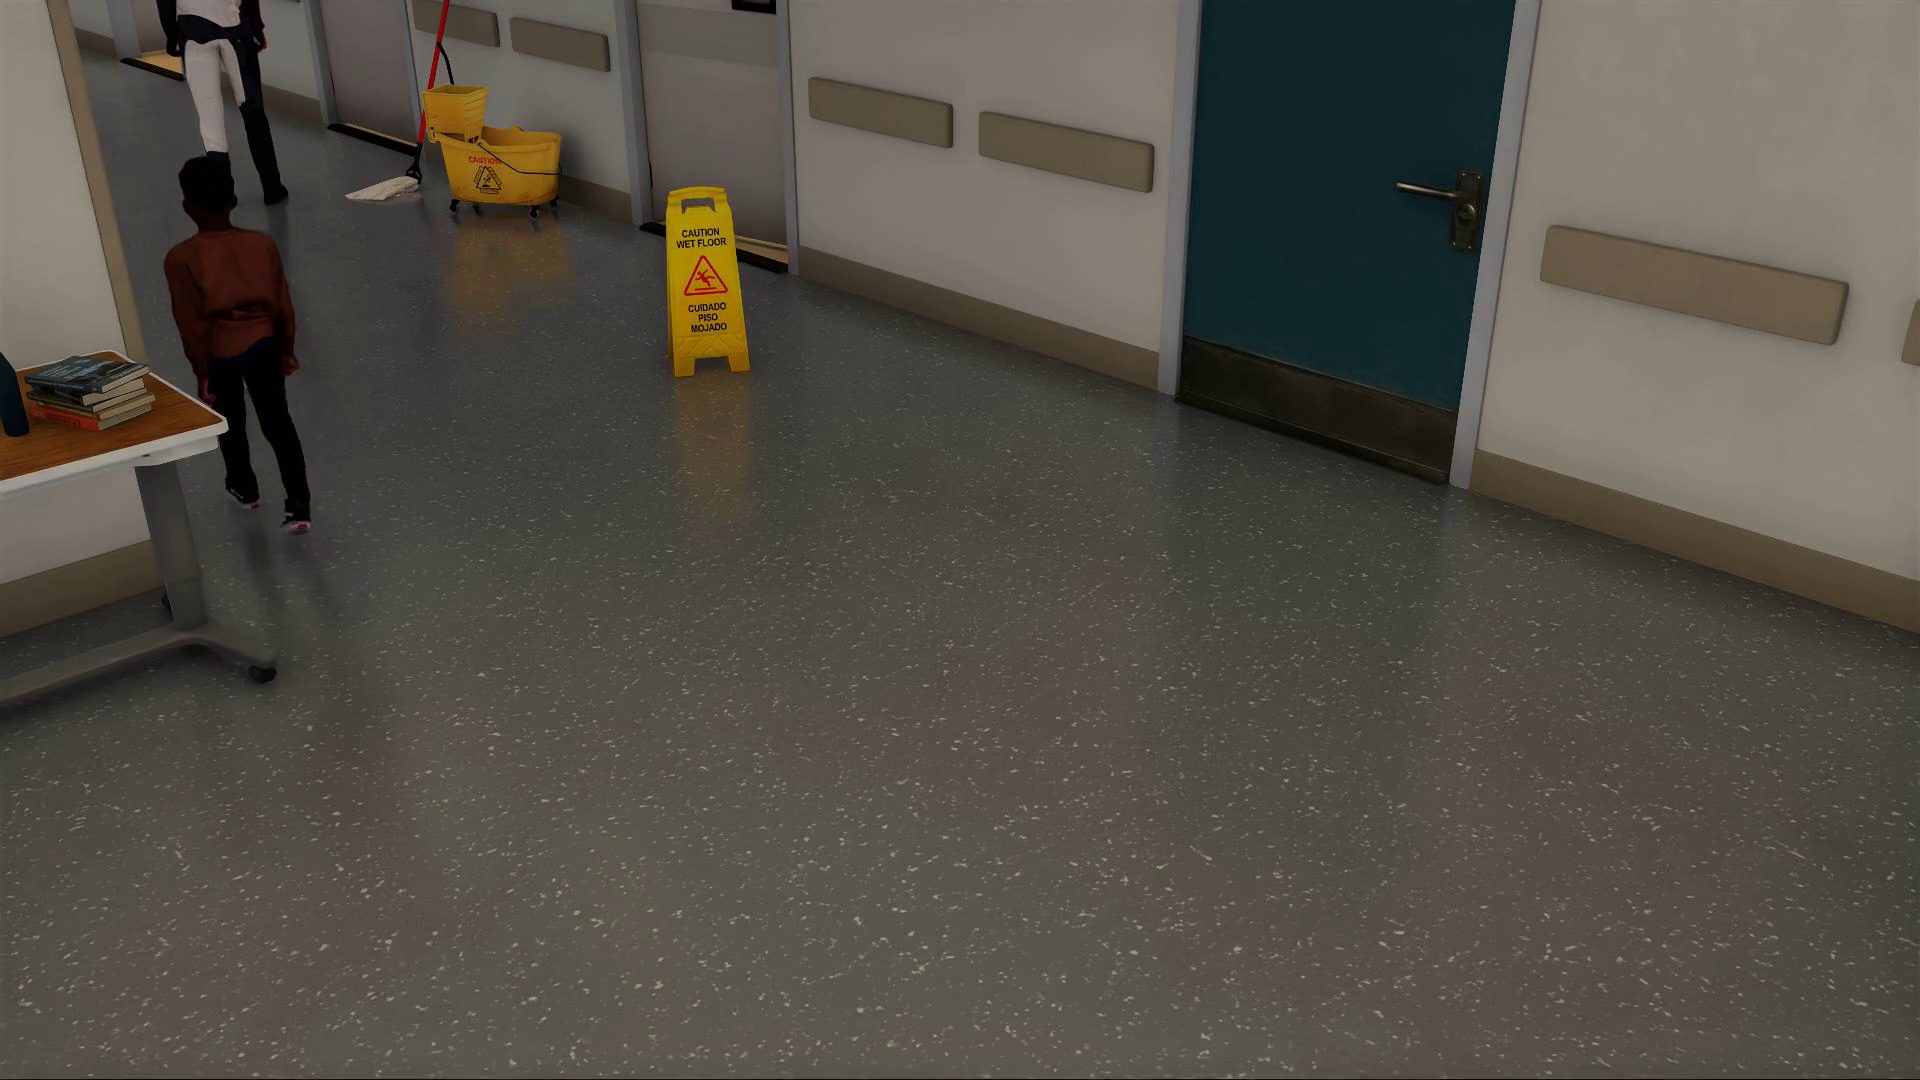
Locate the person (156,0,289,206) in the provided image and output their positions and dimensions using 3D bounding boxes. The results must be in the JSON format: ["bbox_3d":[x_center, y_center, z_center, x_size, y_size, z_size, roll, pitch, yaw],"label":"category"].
[{"bbox_3d":[-4.114,-2.797,9.181,0.760,1.890,0.726,-11,28,-21],"label":"person"}]

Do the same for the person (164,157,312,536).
[{"bbox_3d":[-2.293,-0.583,5.347,0.591,1.233,0.921,-19,32,-34],"label":"person"}]
